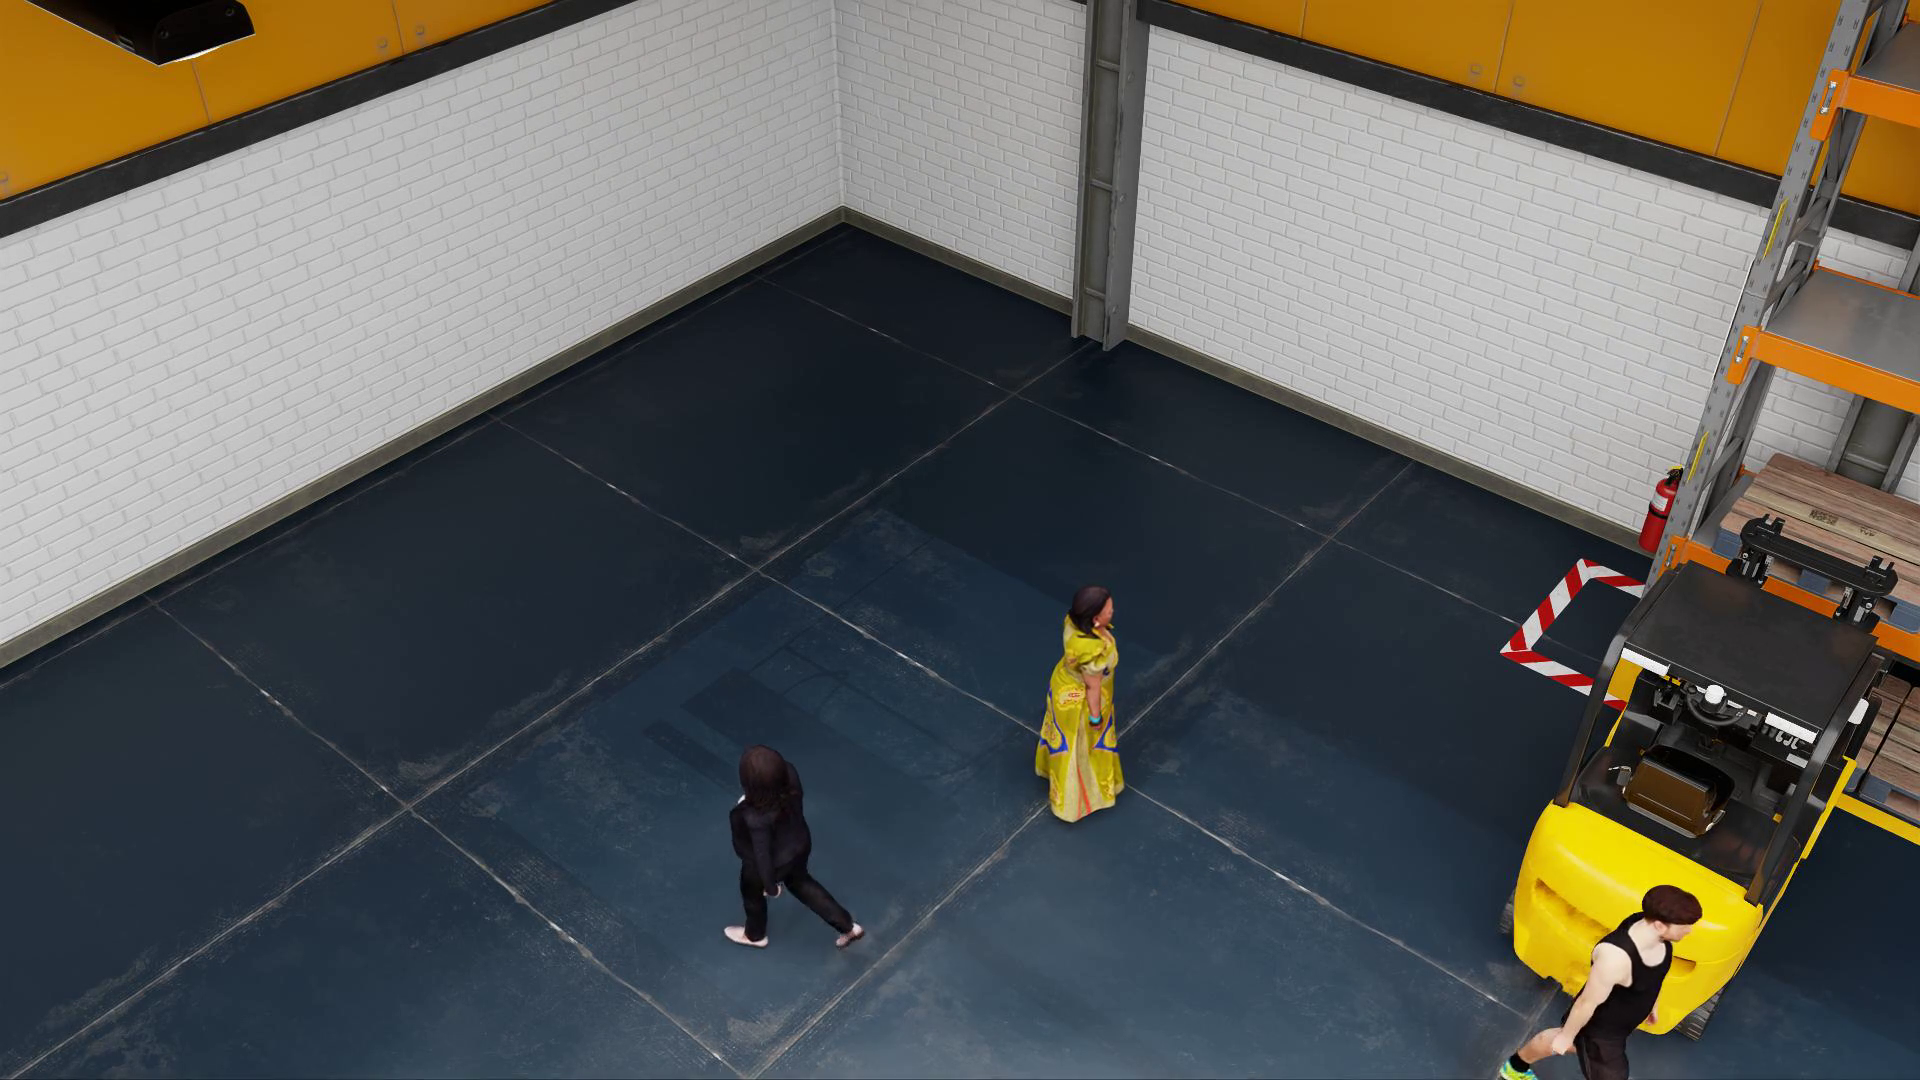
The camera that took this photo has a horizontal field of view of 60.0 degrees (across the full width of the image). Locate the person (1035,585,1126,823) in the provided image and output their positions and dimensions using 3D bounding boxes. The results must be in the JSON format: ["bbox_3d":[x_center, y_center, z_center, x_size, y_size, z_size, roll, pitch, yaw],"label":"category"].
[{"bbox_3d":[0.721,0.926,9.838,1.072,1.654,0.994,-5,39,-7],"label":"person"}]

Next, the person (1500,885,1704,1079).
[{"bbox_3d":[3.048,2.252,8.032,0.780,1.835,1.196,-31,48,-33],"label":"person"}]

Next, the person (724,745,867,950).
[{"bbox_3d":[-0.906,1.696,8.927,1.120,1.586,0.844,14,41,17],"label":"person"}]
